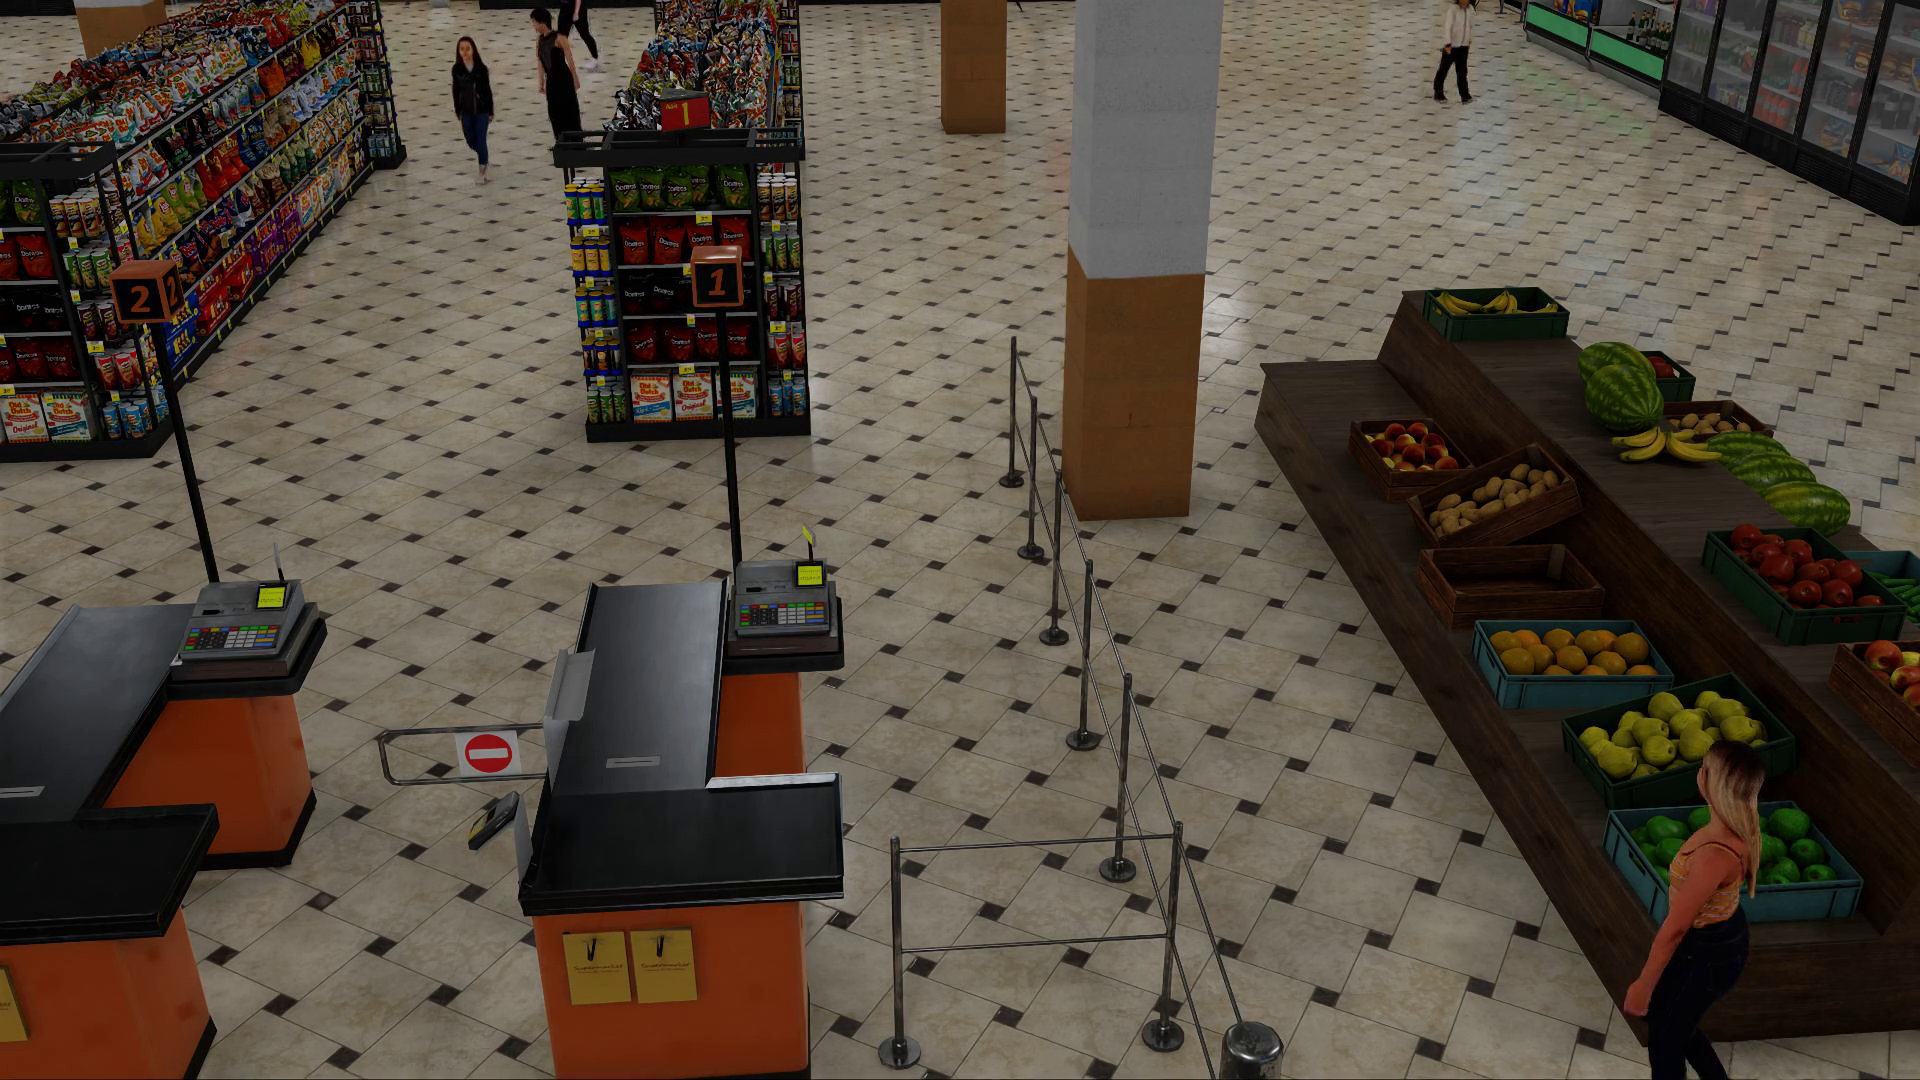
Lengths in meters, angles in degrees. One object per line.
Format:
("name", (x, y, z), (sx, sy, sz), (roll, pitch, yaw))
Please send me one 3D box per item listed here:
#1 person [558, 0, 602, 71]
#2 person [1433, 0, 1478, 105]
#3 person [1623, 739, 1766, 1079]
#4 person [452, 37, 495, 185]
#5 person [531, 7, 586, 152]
("person", (-5.063, -6.998, 22.075), (1.072, 1.591, 1.128), (21, 34, 36))
("person", (6.068, -6.116, 20.515), (0.760, 1.430, 0.939), (-11, 29, -20))
("person", (2.504, 1.410, 5.464), (0.854, 1.619, 0.801), (14, 30, 25))
("person", (-5.002, -4.448, 17.182), (0.612, 1.469, 0.871), (0, 27, 0))
("person", (-4.285, -4.964, 18.080), (0.781, 1.577, 0.754), (6, 27, 11))
